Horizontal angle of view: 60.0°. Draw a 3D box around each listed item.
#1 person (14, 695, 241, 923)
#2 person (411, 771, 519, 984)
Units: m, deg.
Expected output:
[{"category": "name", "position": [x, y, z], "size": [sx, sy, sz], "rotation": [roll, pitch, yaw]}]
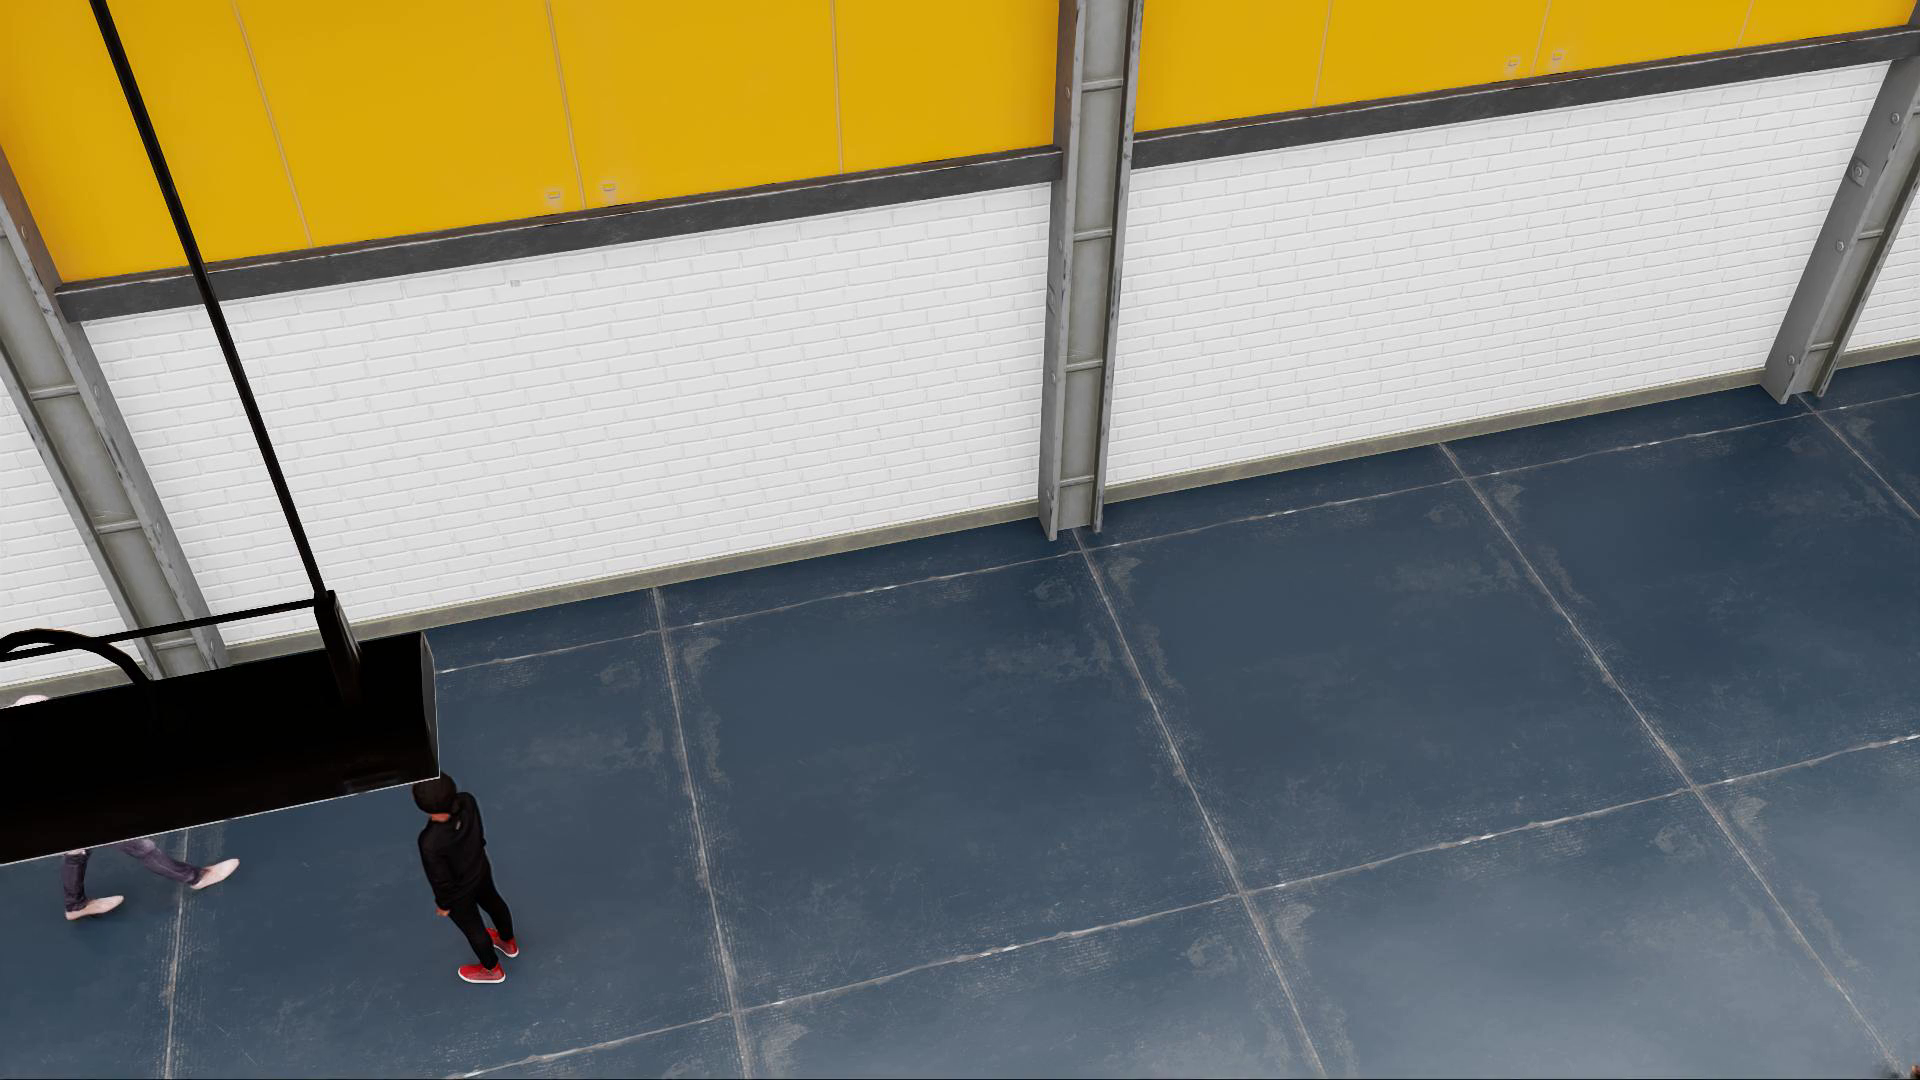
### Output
[{"category": "person", "position": [-4.854, 1.498, 9.064], "size": [1.253, 1.769, 0.855], "rotation": [-19, 47, -19]}, {"category": "person", "position": [-2.635, 1.783, 8.834], "size": [0.699, 1.675, 0.680], "rotation": [13, 45, 13]}]
